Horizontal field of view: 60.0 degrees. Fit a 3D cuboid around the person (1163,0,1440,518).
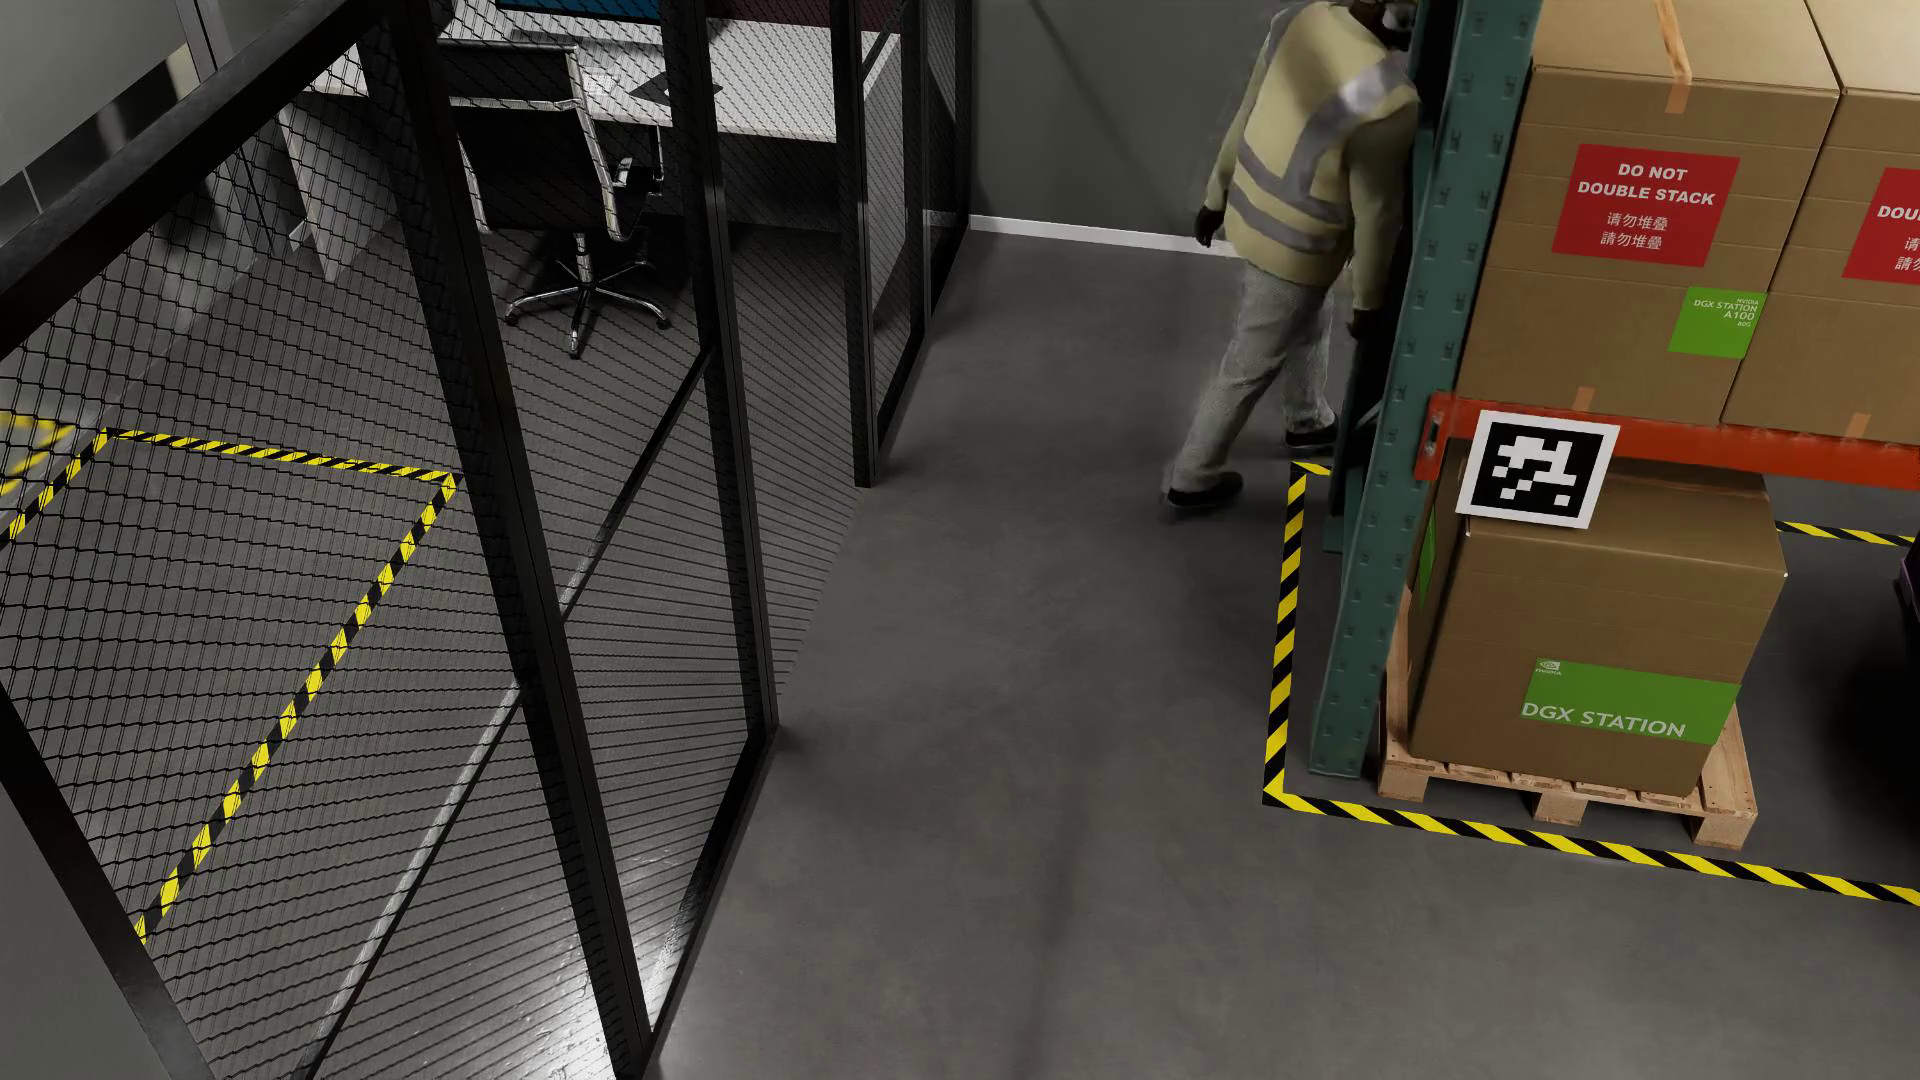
[{"bbox_3d":[0.981,-0.842,4.590,0.855,1.773,0.617,-11,42,-12],"label":"person"}]
